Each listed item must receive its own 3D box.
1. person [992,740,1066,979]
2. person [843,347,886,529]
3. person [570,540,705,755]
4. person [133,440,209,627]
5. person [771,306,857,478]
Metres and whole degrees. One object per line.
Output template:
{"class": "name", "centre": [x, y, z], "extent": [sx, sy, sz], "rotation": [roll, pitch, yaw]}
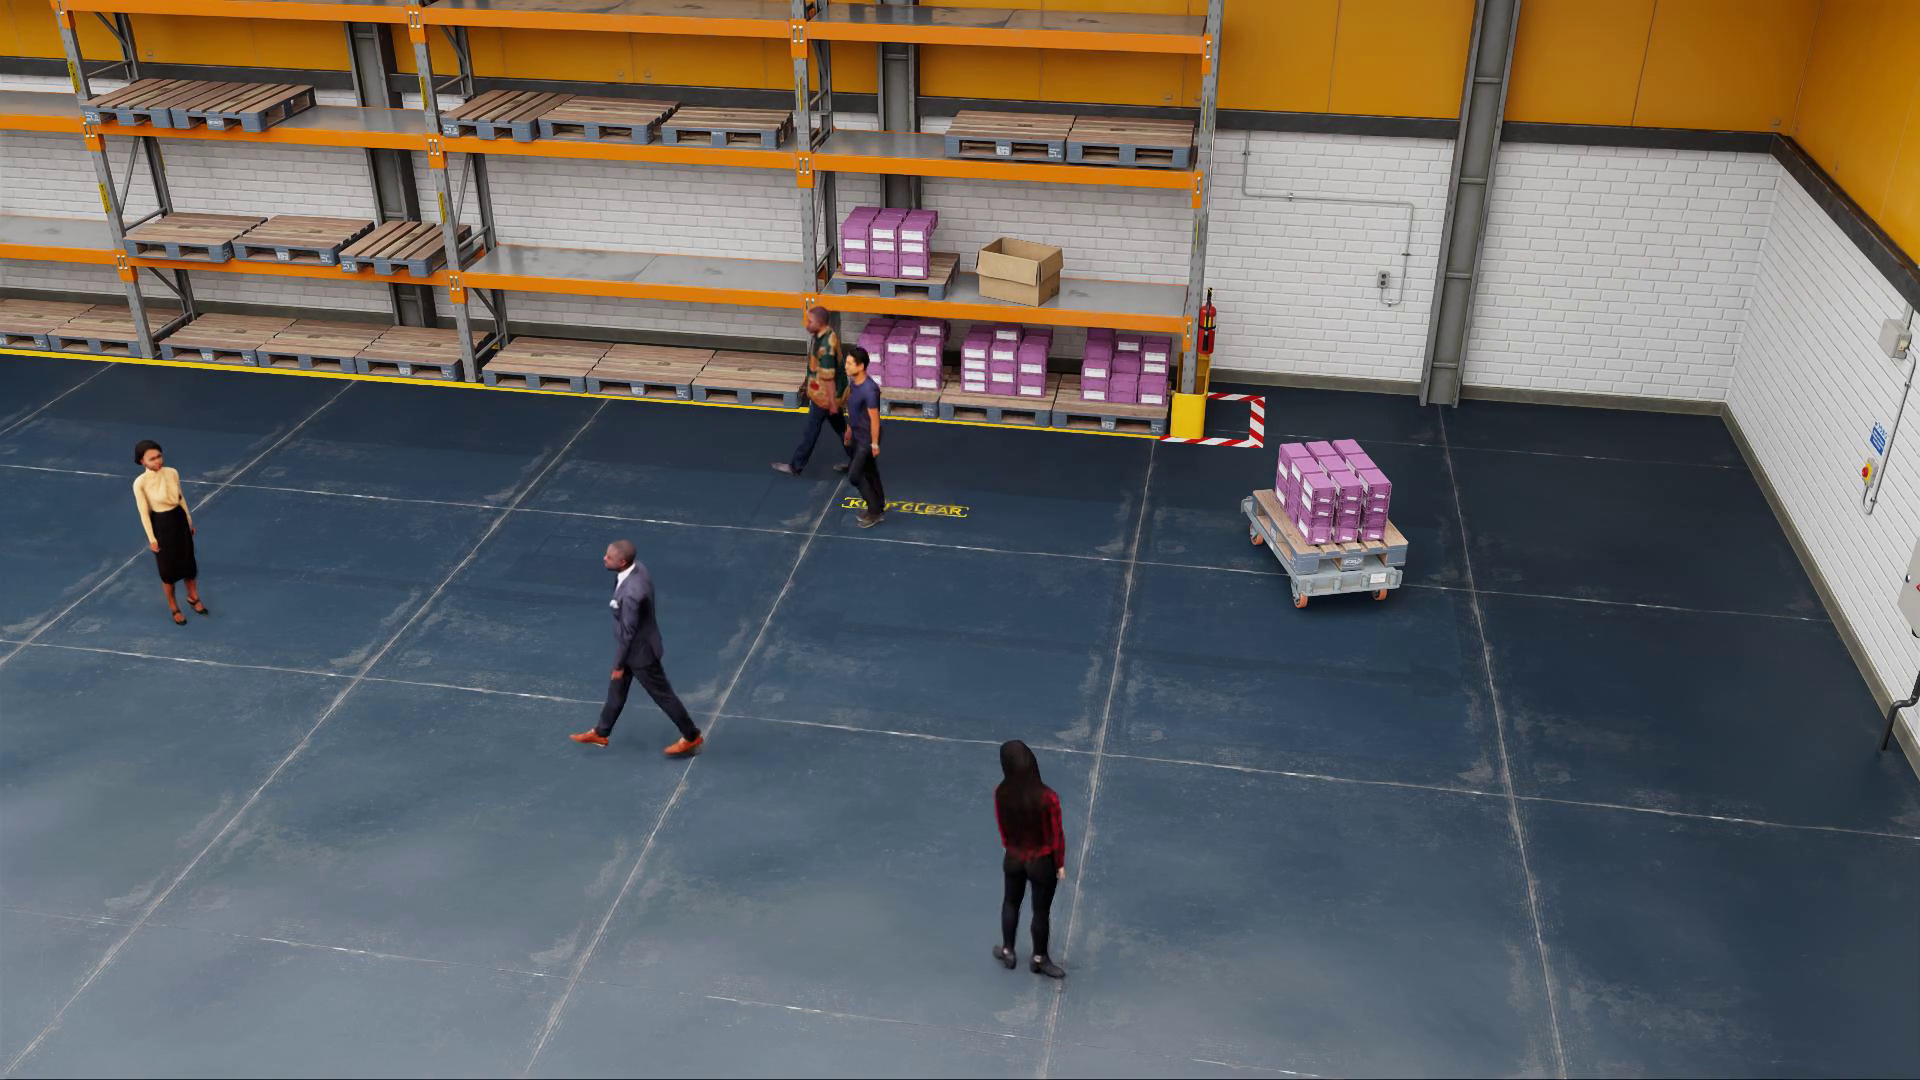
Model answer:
{"class": "person", "centre": [0.463, 1.992, 10.126], "extent": [0.602, 1.626, 0.799], "rotation": [25, 37, 37]}
{"class": "person", "centre": [-0.789, -0.964, 15.383], "extent": [0.753, 1.781, 0.737], "rotation": [-10, 30, -17]}
{"class": "person", "centre": [-2.250, 0.821, 12.117], "extent": [1.319, 1.775, 0.980], "rotation": [-4, 29, -7]}
{"class": "person", "centre": [-6.592, -0.070, 13.877], "extent": [0.640, 1.653, 0.639], "rotation": [16, 32, 26]}
{"class": "person", "centre": [-1.213, -1.431, 16.264], "extent": [1.234, 1.756, 0.914], "rotation": [-3, 29, -5]}
